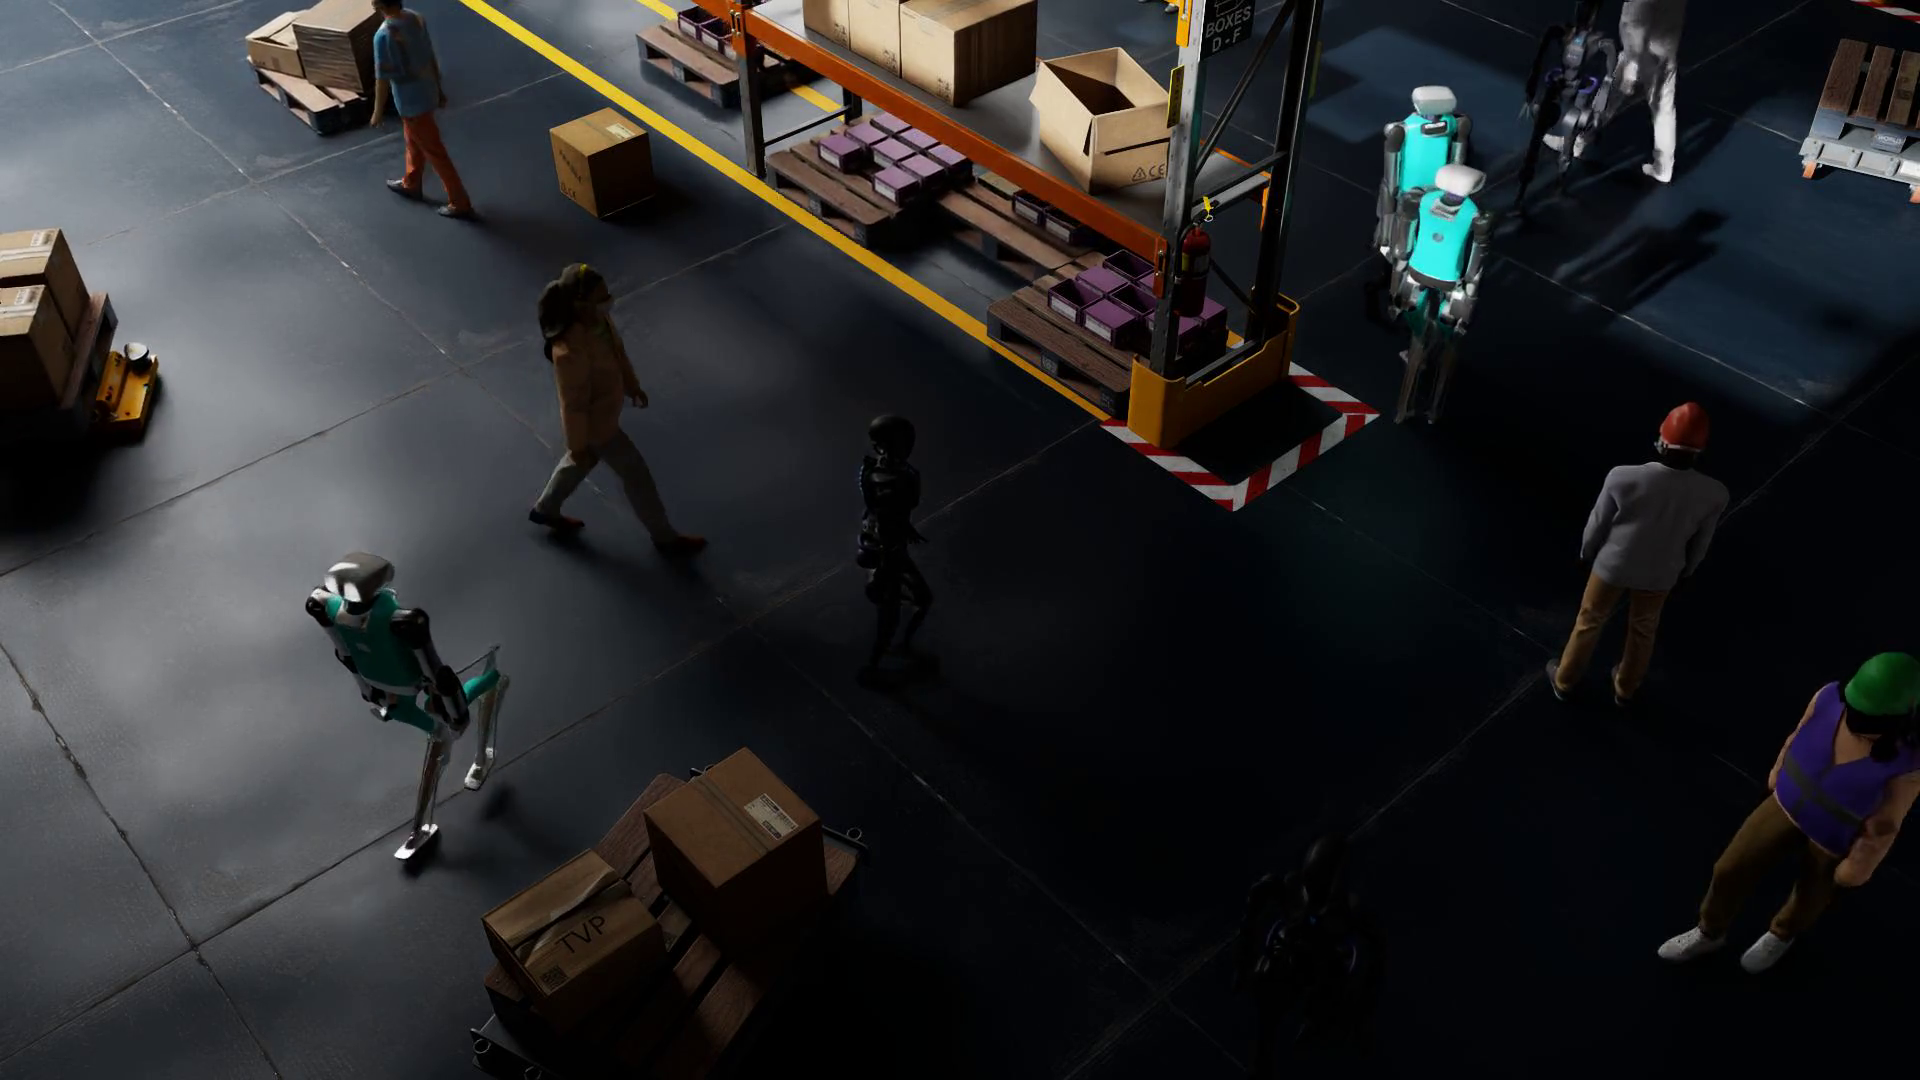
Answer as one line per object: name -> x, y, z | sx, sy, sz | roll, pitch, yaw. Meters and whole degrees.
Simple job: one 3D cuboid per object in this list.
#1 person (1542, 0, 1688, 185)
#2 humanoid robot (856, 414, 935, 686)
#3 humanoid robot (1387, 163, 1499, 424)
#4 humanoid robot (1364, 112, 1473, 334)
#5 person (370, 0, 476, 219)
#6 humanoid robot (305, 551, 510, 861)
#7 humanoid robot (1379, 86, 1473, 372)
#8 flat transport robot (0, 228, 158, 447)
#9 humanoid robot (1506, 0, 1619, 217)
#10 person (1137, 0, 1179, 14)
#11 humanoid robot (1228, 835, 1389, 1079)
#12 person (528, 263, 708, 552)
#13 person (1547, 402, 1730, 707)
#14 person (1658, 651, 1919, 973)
person -> 4.820, -3.433, 11.672 | 0.788, 1.839, 0.964 | -26, 49, -26
humanoid robot -> -0.331, 0.066, 7.982 | 0.397, 1.641, 0.590 | 2, 43, 3
humanoid robot -> 2.762, -1.398, 9.541 | 0.530, 1.813, 0.635 | 26, 49, 26
humanoid robot -> 2.818, -2.004, 10.238 | 0.589, 1.647, 0.530 | -5, 43, -5
person -> -3.793, -2.982, 11.253 | 0.840, 1.730, 0.515 | 10, 43, 10
humanoid robot -> -2.329, 0.605, 7.368 | 0.531, 1.771, 0.918 | 12, 44, 13
humanoid robot -> 2.797, -1.710, 9.898 | 0.550, 1.803, 0.850 | -9, 43, -9
flat transport robot -> -5.645, -0.841, 10.010 | 1.431, 0.231, 0.659 | -8, 43, -9
humanoid robot -> 4.132, -2.978, 11.334 | 0.599, 1.621, 0.791 | 23, 47, 23
person -> 1.777, -5.289, 13.692 | 0.561, 1.836, 0.379 | 33, 52, 31
humanoid robot -> 1.321, 1.665, 6.291 | 0.584, 1.637, 0.791 | 18, 45, 18
person -> -1.931, -0.681, 8.687 | 0.980, 1.826, 0.541 | -1, 43, -1
person -> 3.229, 0.082, 7.919 | 0.558, 1.743, 0.364 | 6, 43, 7
person -> 3.361, 1.163, 6.615 | 0.741, 1.905, 0.568 | -21, 47, -21
